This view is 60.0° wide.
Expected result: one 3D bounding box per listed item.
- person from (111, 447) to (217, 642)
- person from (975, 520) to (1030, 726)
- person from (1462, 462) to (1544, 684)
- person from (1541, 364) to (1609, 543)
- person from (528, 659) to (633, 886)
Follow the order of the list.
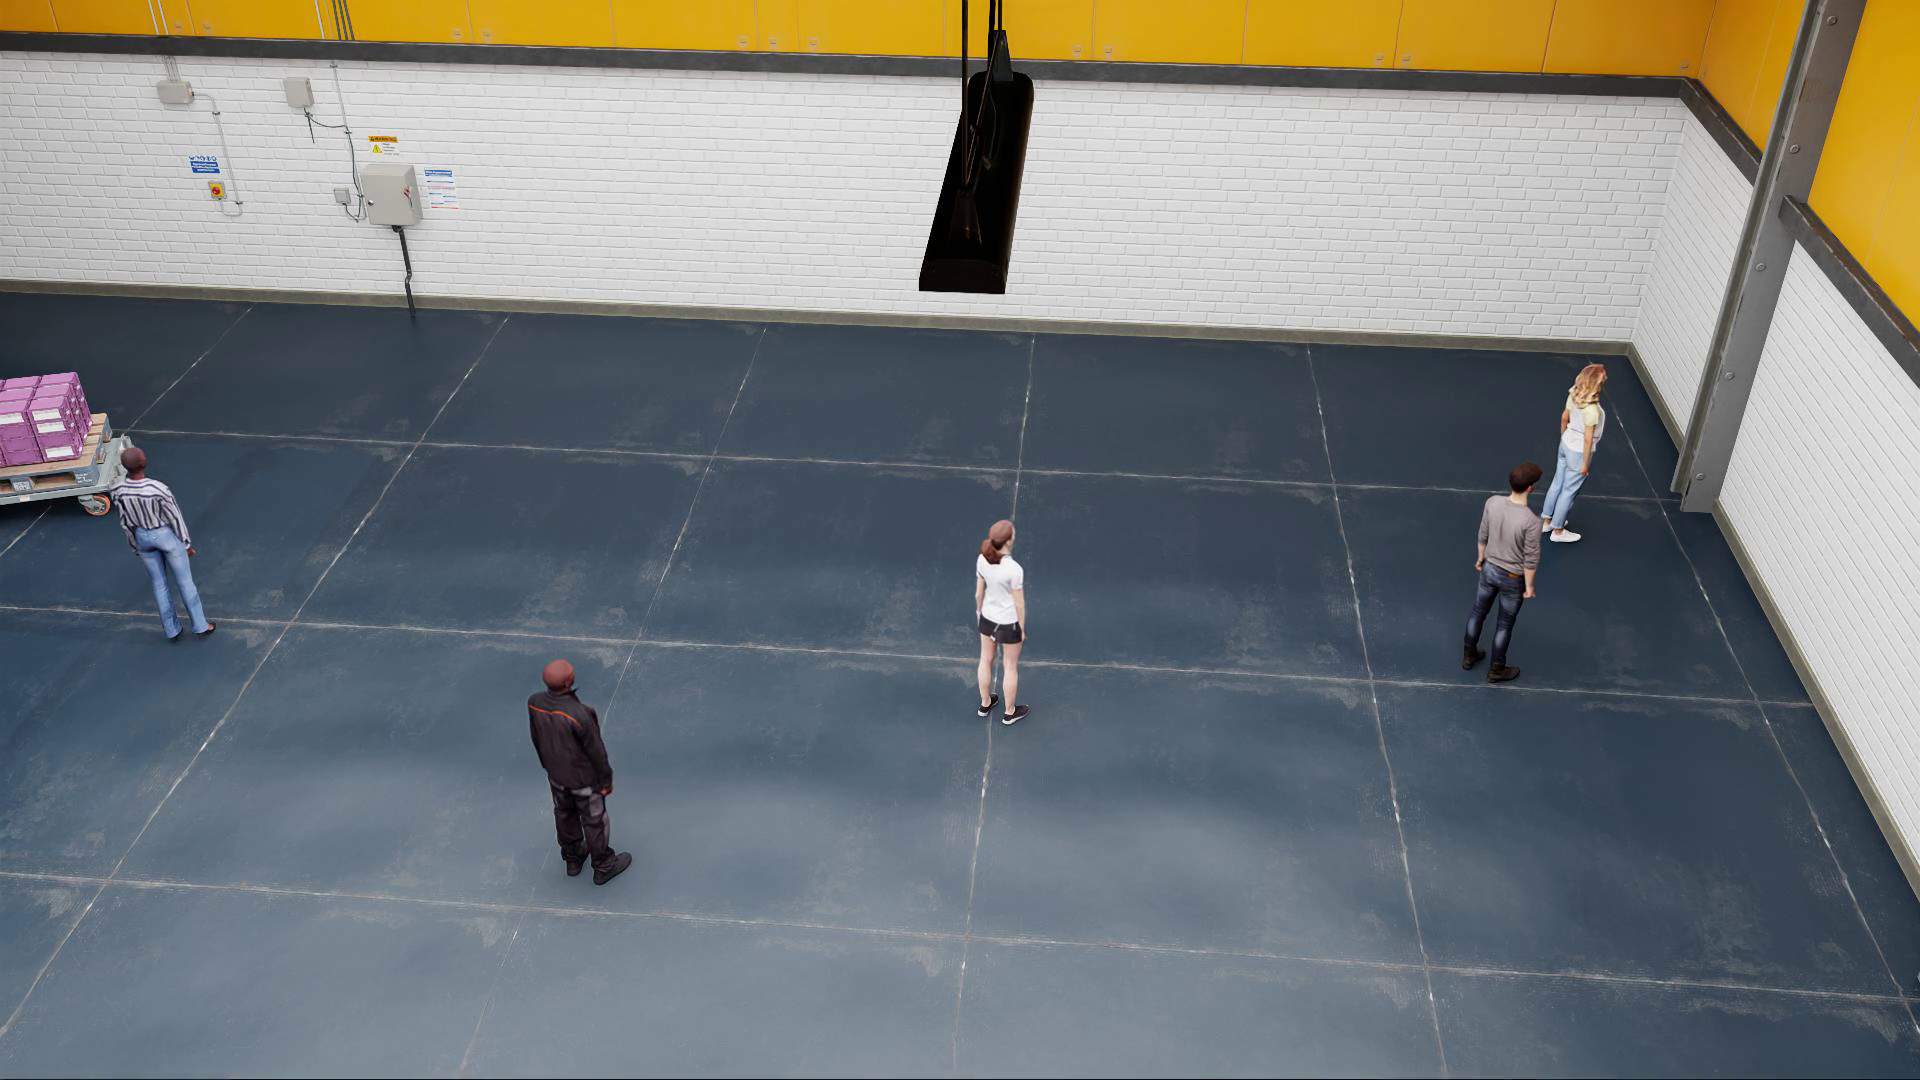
[{"bbox_3d":[-6.401,0.046,13.320,0.647,1.796,0.563,-2,34,-3],"label":"person"},{"bbox_3d":[0.301,0.615,12.504,0.654,1.752,0.682,20,38,27],"label":"person"},{"bbox_3d":[4.220,0.252,12.913,0.826,1.903,0.758,-23,40,-31],"label":"person"},{"bbox_3d":[5.409,-0.776,14.623,0.742,1.722,0.568,-5,34,-8],"label":"person"},{"bbox_3d":[-2.572,1.530,11.061,0.772,1.825,0.721,13,36,19],"label":"person"}]
